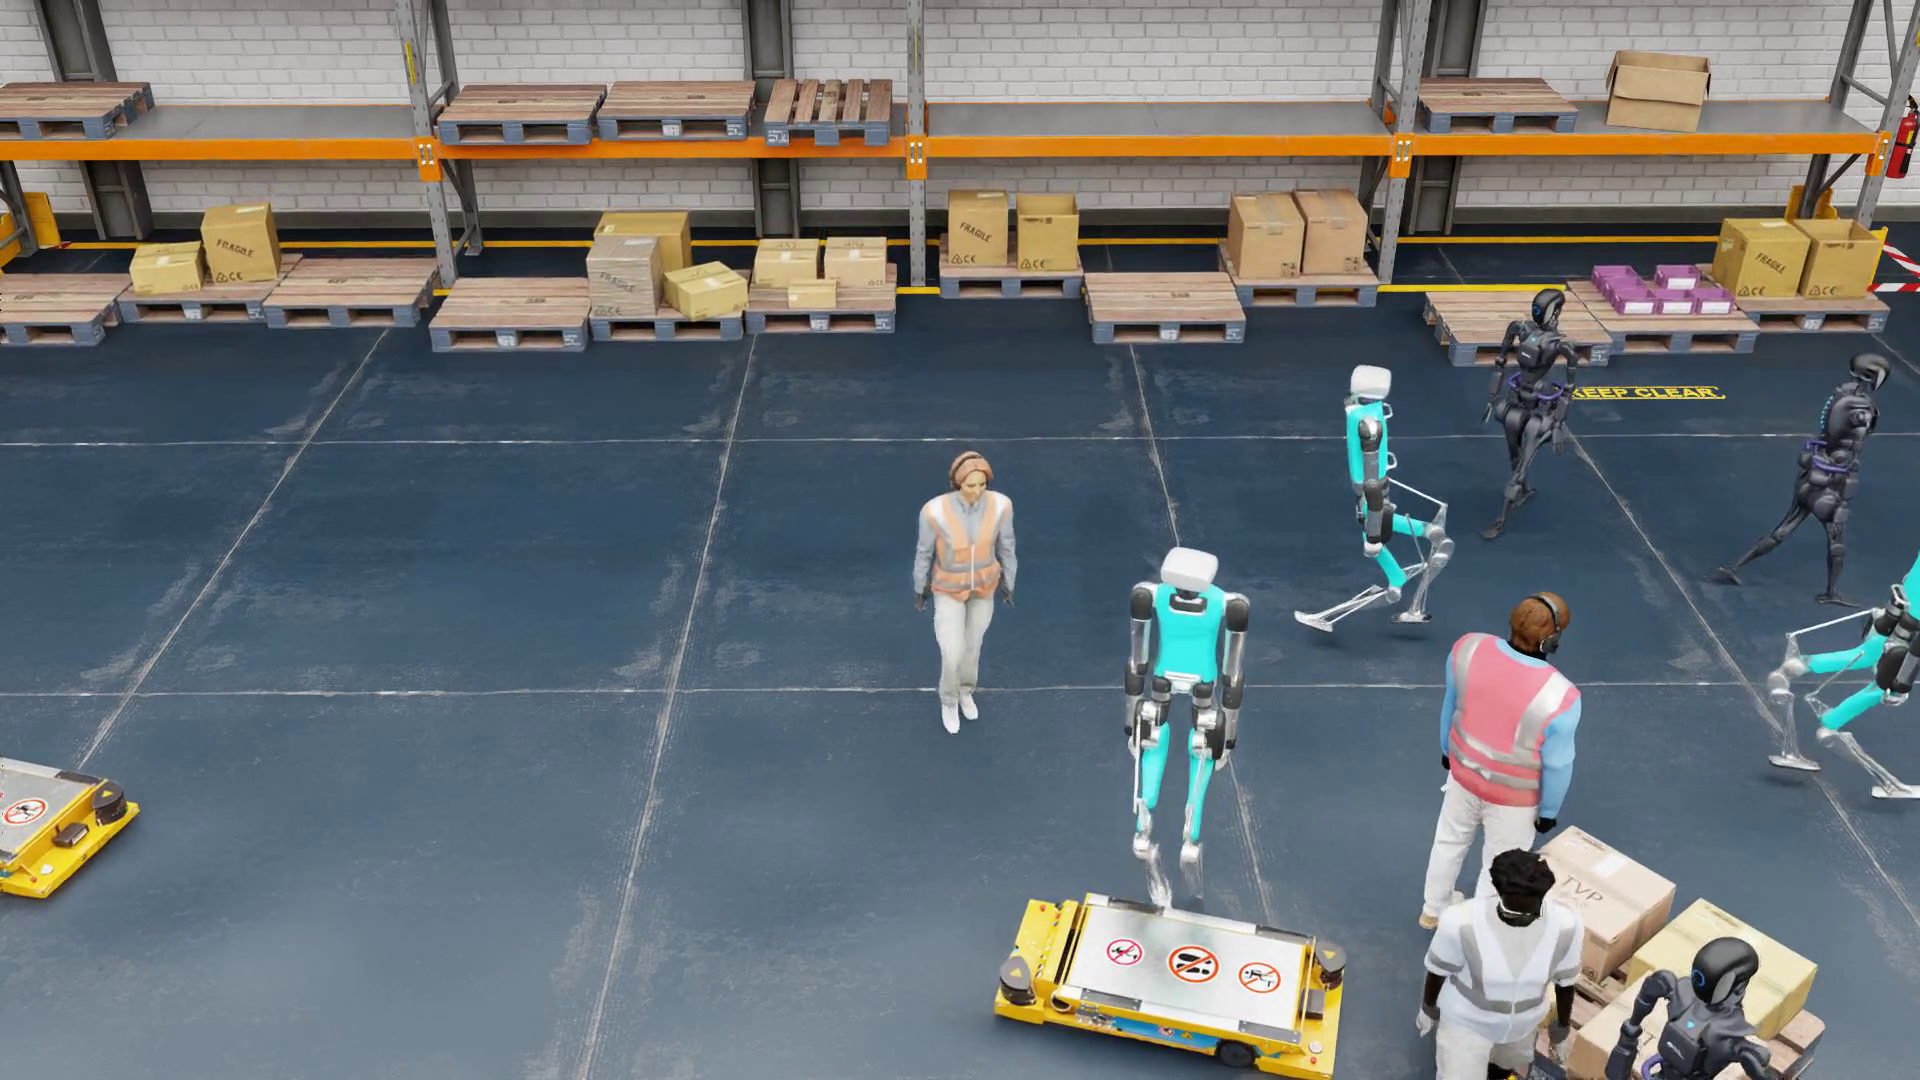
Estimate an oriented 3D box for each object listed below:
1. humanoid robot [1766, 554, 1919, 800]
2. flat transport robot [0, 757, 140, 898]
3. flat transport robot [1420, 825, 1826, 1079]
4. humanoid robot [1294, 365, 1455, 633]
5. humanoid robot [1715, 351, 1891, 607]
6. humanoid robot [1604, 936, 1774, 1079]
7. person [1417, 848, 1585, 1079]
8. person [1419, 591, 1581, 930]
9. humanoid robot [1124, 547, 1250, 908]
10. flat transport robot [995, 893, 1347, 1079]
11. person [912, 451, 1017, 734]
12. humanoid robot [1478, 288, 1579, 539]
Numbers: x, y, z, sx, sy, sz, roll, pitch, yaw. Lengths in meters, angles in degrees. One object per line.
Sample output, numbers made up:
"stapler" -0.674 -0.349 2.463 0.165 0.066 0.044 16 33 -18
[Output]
"humanoid robot" 4.387 0.535 8.084 0.977 1.728 0.540 7 32 12
"flat transport robot" -4.863 1.354 8.157 1.431 0.231 0.659 8 32 14
"flat transport robot" 2.672 2.122 6.878 1.431 0.231 0.659 -23 38 -33
"humanoid robot" 2.443 -0.147 9.239 1.034 1.719 0.549 3 31 4
"humanoid robot" 5.018 -0.357 9.711 0.821 1.643 0.611 5 31 8
"humanoid robot" 2.436 2.026 5.667 0.379 1.657 0.597 -16 34 -24
"person" 1.949 1.790 6.067 0.529 1.670 0.586 -2 31 -3
"person" 2.340 1.019 7.202 0.431 1.836 0.630 -23 38 -33
"humanoid robot" 0.950 0.958 7.409 0.538 1.784 0.783 8 32 13
"flat transport robot" 0.924 1.912 7.228 1.431 0.231 0.659 8 32 13
"person" 0.039 0.286 8.609 0.546 1.616 0.497 -10 32 -16
"humanoid robot" 3.582 -0.829 10.467 0.784 1.623 0.601 -24 38 -34
